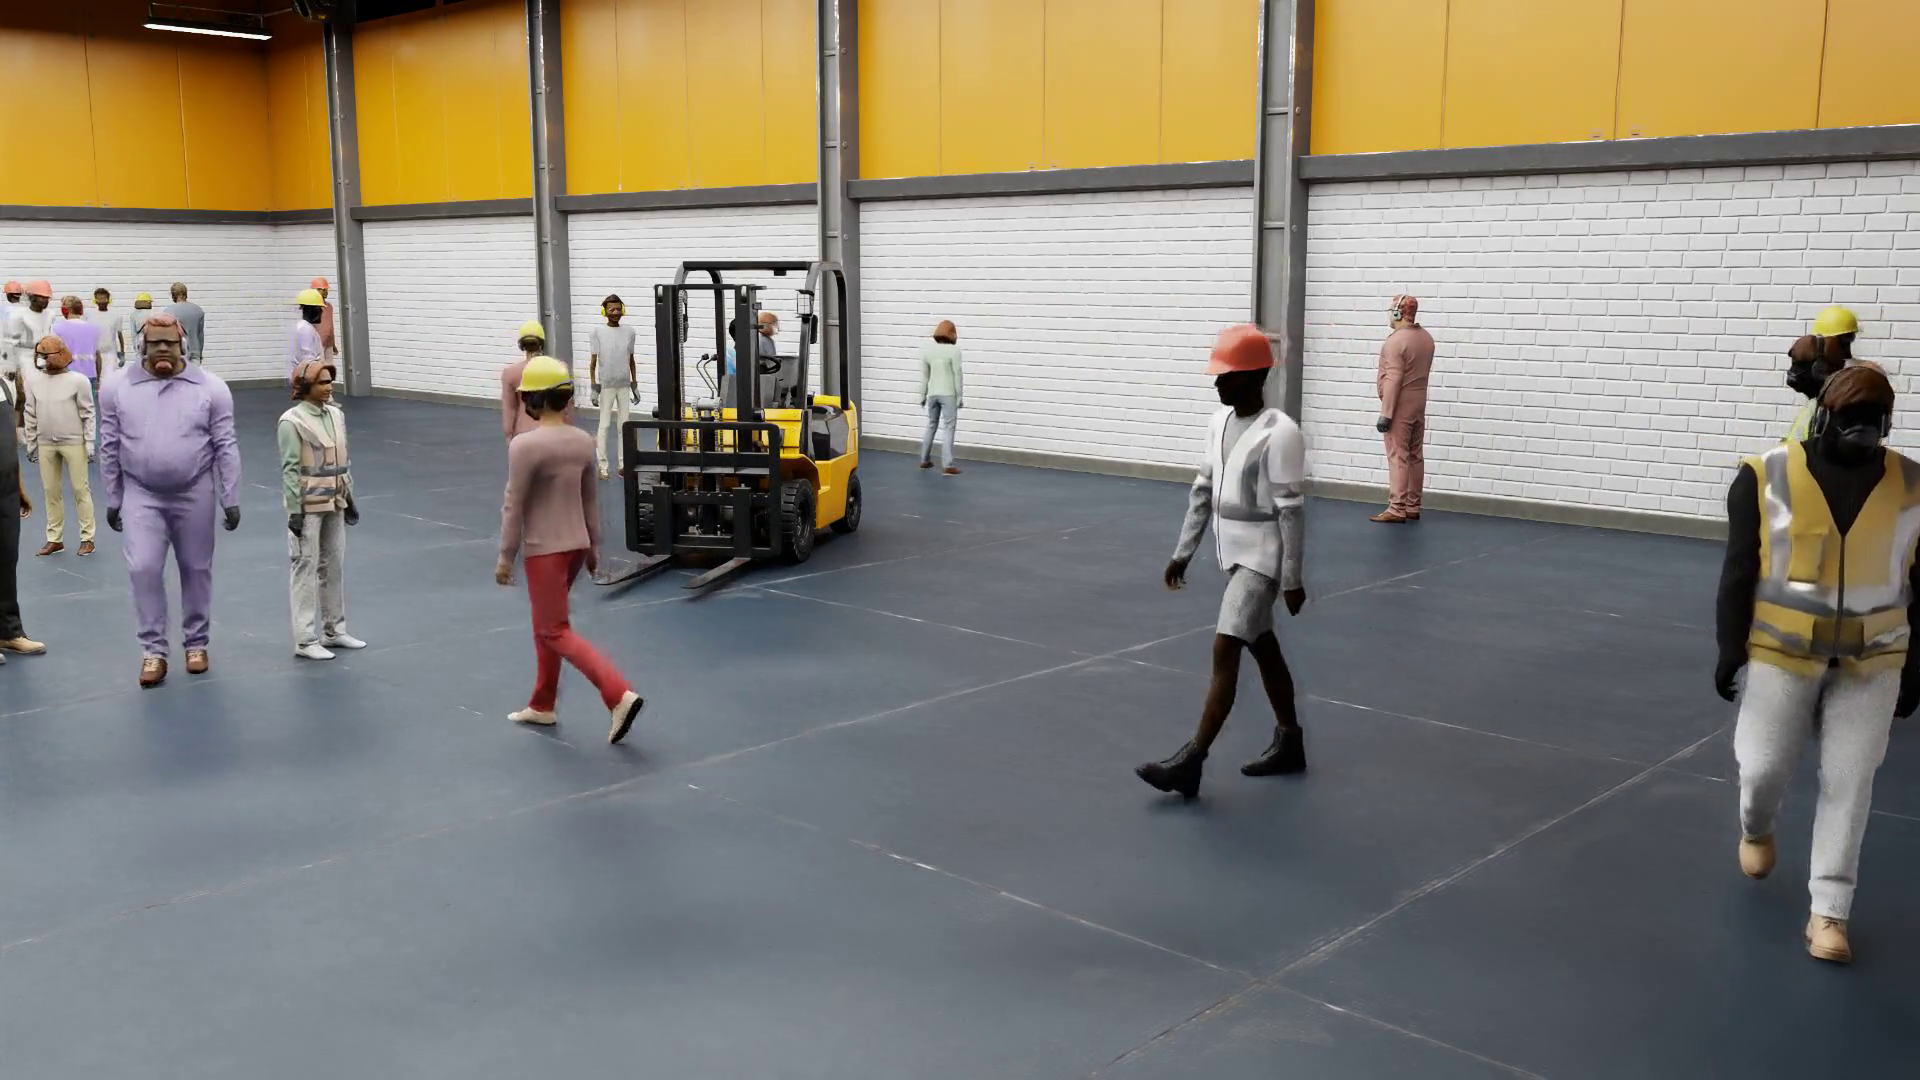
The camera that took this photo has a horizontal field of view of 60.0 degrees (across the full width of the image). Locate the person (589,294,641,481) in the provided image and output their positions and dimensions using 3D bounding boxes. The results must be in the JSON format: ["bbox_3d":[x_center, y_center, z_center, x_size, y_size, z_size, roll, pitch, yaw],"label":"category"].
[{"bbox_3d":[-3.468,-1.532,16.735,0.534,1.868,0.309,-6,11,-34],"label":"person"}]

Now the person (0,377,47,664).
[{"bbox_3d":[-5.236,-0.252,8.953,0.331,1.844,0.519,3,10,15],"label":"person"}]

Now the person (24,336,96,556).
[{"bbox_3d":[-6.645,-0.691,12.293,0.504,1.631,0.282,0,9,0],"label":"person"}]

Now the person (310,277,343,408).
[{"bbox_3d":[-9.658,-2.975,25.194,0.377,1.995,0.608,2,10,13],"label":"person"}]

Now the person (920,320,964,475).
[{"bbox_3d":[-0.224,-1.494,17.370,0.668,1.598,0.469,8,12,41],"label":"person"}]

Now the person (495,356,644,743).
[{"bbox_3d":[-1.765,0.044,7.481,0.794,1.737,0.525,4,10,22],"label":"person"}]

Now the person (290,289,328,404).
[{"bbox_3d":[-6.564,-1.582,16.895,0.411,1.918,0.619,-4,10,-24],"label":"person"}]

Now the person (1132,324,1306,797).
[{"bbox_3d":[1.074,0.085,6.752,0.957,1.892,0.570,-3,10,-19],"label":"person"}]

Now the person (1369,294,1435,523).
[{"bbox_3d":[3.682,-1.094,13.926,0.403,1.911,0.637,9,13,43],"label":"person"}]

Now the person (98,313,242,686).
[{"bbox_3d":[-4.037,-0.207,8.528,0.665,1.883,0.700,-4,10,-22],"label":"person"}]

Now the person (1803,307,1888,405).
[{"bbox_3d":[5.289,-0.435,9.922,0.600,1.896,0.772,-2,10,-14],"label":"person"}]

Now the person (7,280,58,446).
[{"bbox_3d":[-10.945,-2.080,19.714,1.024,1.977,0.612,3,10,16],"label":"person"}]

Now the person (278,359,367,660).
[{"bbox_3d":[-3.508,-0.166,9.084,0.312,1.635,0.513,2,10,13],"label":"person"}]

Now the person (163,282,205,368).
[{"bbox_3d":[-10.647,-2.562,22.838,0.372,1.939,0.631,4,10,21],"label":"person"}]

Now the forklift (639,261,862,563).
[{"bbox_3d":[-1.552,-1.040,12.721,1.214,2.155,2.313,2,9,11],"label":"forklift"}]

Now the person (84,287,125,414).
[{"bbox_3d":[-12.138,-2.650,23.598,0.523,1.858,0.439,-3,10,-17],"label":"person"}]

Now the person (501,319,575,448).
[{"bbox_3d":[-3.260,-0.826,12.808,0.529,1.736,0.802,0,9,0],"label":"person"}]

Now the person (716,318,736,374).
[{"bbox_3d":[-1.976,-1.151,14.910,0.322,1.699,0.536,5,10,27],"label":"person"}]

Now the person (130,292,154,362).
[{"bbox_3d":[-13.287,-3.169,27.167,0.486,1.740,0.314,3,10,17],"label":"person"}]

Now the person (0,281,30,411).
[{"bbox_3d":[-14.042,-2.886,24.809,0.349,1.942,0.545,4,10,21],"label":"person"}]

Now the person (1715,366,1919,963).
[{"bbox_3d":[2.734,0.357,5.276,0.639,1.826,0.673,3,10,18],"label":"person"}]

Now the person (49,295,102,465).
[{"bbox_3d":[-9.609,-1.736,18.087,0.461,1.835,0.617,5,10,27],"label":"person"}]

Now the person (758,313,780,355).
[{"bbox_3d":[-2.206,-1.770,19.012,0.342,1.617,0.589,2,10,13],"label":"person"}]

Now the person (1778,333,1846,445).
[{"bbox_3d":[4.043,-0.056,7.835,0.432,1.824,0.637,4,10,23],"label":"person"}]
